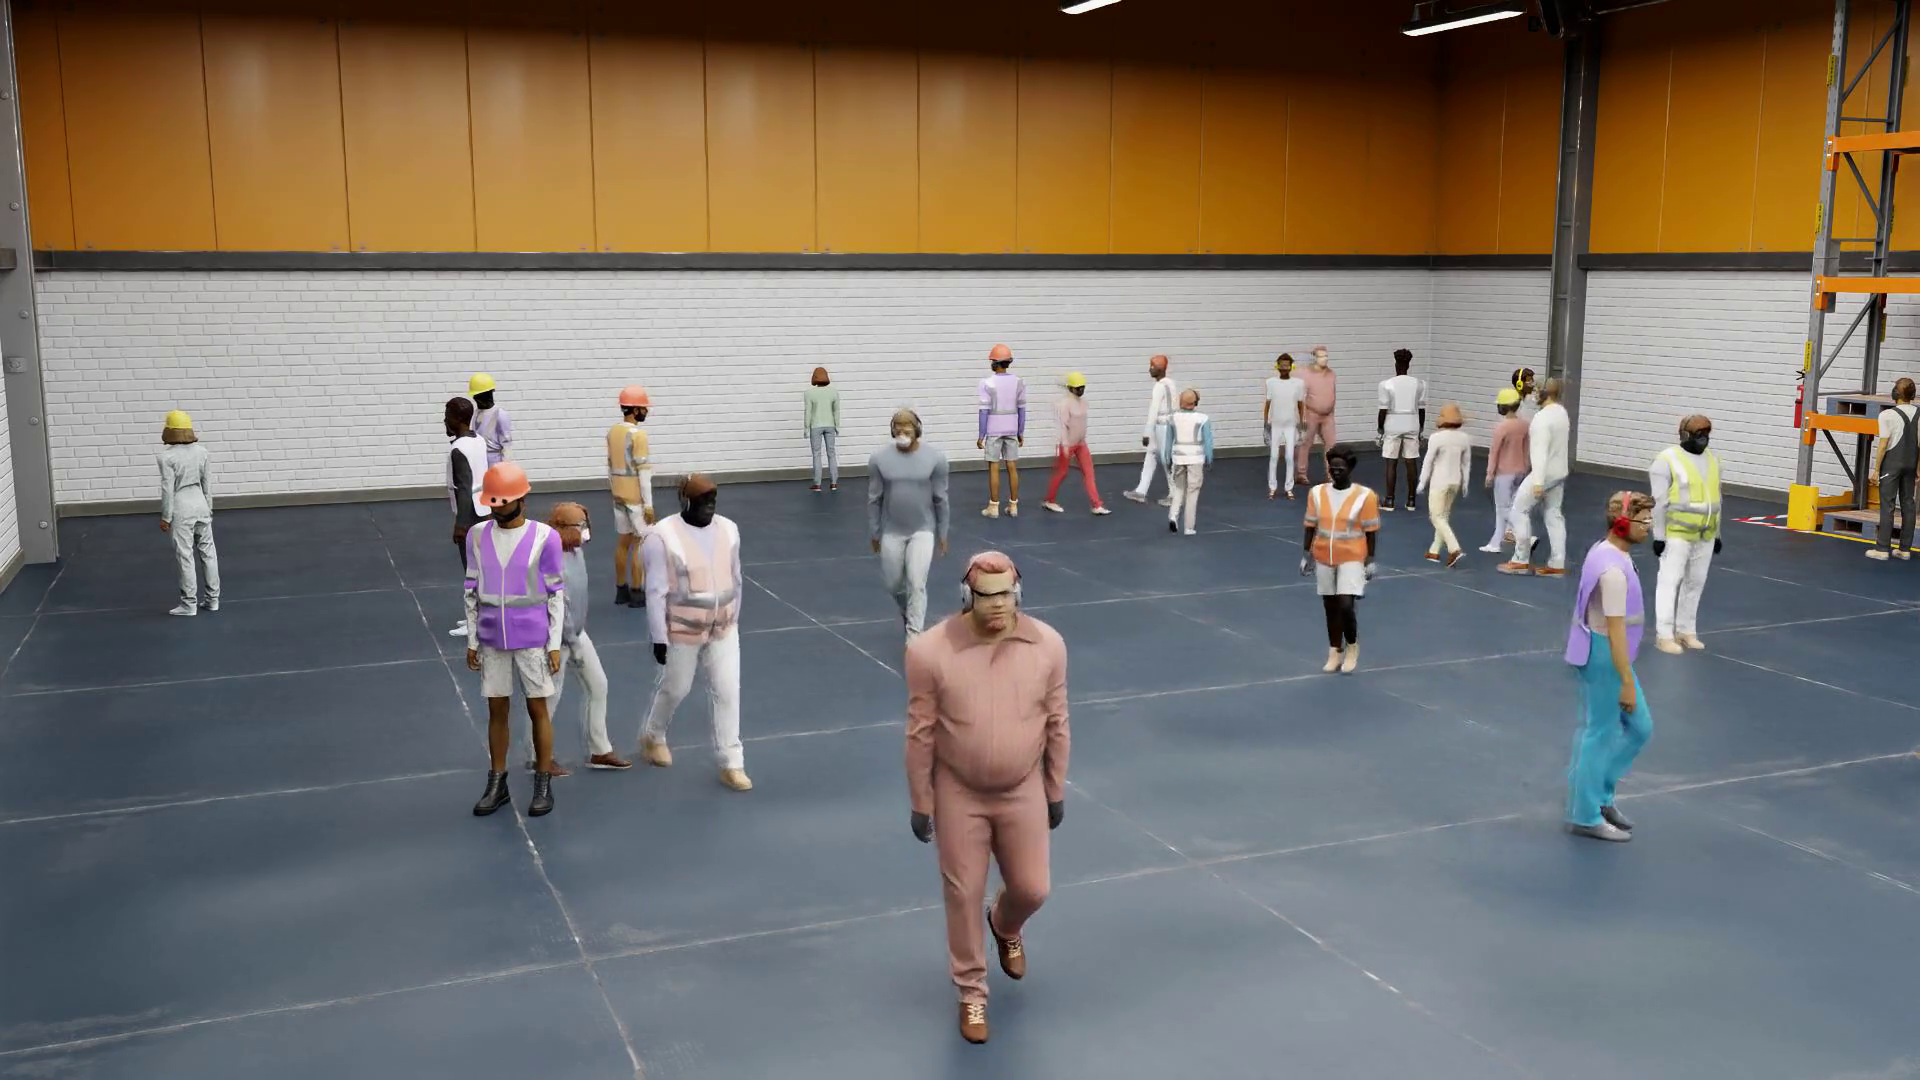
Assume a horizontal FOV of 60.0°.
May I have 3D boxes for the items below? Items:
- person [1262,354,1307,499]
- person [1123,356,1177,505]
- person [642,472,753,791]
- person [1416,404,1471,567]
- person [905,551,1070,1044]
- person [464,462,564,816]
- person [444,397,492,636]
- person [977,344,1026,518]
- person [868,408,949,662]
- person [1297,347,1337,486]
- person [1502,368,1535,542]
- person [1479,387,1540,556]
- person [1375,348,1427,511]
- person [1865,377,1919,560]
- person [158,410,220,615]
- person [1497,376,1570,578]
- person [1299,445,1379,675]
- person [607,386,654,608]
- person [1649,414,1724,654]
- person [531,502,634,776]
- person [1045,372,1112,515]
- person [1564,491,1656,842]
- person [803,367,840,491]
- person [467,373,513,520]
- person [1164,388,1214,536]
[{"bbox_3d":[4.119,-1.427,21.092,0.543,1.857,0.370,1,9,7],"label":"person"},{"bbox_3d":[2.366,-1.348,20.562,0.881,1.849,0.615,3,10,19],"label":"person"},{"bbox_3d":[-1.541,0.489,9.586,0.636,1.805,0.905,-7,12,-37],"label":"person"},{"bbox_3d":[4.795,-0.543,16.419,0.510,1.609,0.691,-5,10,-26],"label":"person"},{"bbox_3d":[0.100,0.959,6.495,0.656,1.895,0.545,-2,10,-10],"label":"person"},{"bbox_3d":[-2.403,0.534,8.947,0.543,1.927,0.375,1,9,4],"label":"person"},{"bbox_3d":[-3.938,-0.192,13.371,0.395,1.920,0.587,0,9,-3],"label":"person"},{"bbox_3d":[0.478,-1.281,19.578,0.615,2.047,0.357,-5,10,-26],"label":"person"},{"bbox_3d":[-0.381,-0.069,12.676,0.628,1.912,0.777,2,9,9],"label":"person"},{"bbox_3d":[4.829,-1.628,22.208,0.668,1.878,0.912,-4,10,-25],"label":"person"},{"bbox_3d":[6.011,-0.912,17.887,0.323,1.871,0.528,4,10,23],"label":"person"},{"bbox_3d":[5.609,-0.677,16.866,0.524,1.738,0.737,-7,11,-35],"label":"person"},{"bbox_3d":[5.328,-1.328,20.110,0.600,1.967,0.369,0,9,-3],"label":"person"},{"bbox_3d":[9.440,-0.711,16.746,0.507,1.846,0.345,-1,9,-4],"label":"person"},{"bbox_3d":[-6.581,-0.231,14.140,0.299,1.745,0.483,5,11,27],"label":"person"},{"bbox_3d":[5.476,-0.601,15.863,0.747,1.911,0.650,8,12,41],"label":"person"},{"bbox_3d":[2.721,0.150,12.005,0.546,1.677,0.412,7,12,36],"label":"person"},{"bbox_3d":[-2.834,-0.368,14.465,0.371,1.937,0.586,-9,13,-42],"label":"person"},{"bbox_3d":[5.590,-0.053,12.774,0.633,1.843,0.429,-3,10,-18],"label":"person"},{"bbox_3d":[-2.195,0.587,9.596,0.693,1.610,0.508,2,10,11],"label":"person"},{"bbox_3d":[1.373,-1.148,19.804,0.922,1.709,0.529,9,13,42],"label":"person"},{"bbox_3d":[3.359,0.655,8.501,0.509,1.827,0.612,4,10,21],"label":"person"},{"bbox_3d":[-1.825,-1.465,21.951,0.506,1.631,0.277,-4,10,-25],"label":"person"},{"bbox_3d":[-4.629,-0.684,16.363,0.584,1.917,0.384,9,13,44],"label":"person"},{"bbox_3d":[2.519,-0.846,18.222,0.519,1.628,0.366,6,11,31],"label":"person"}]
